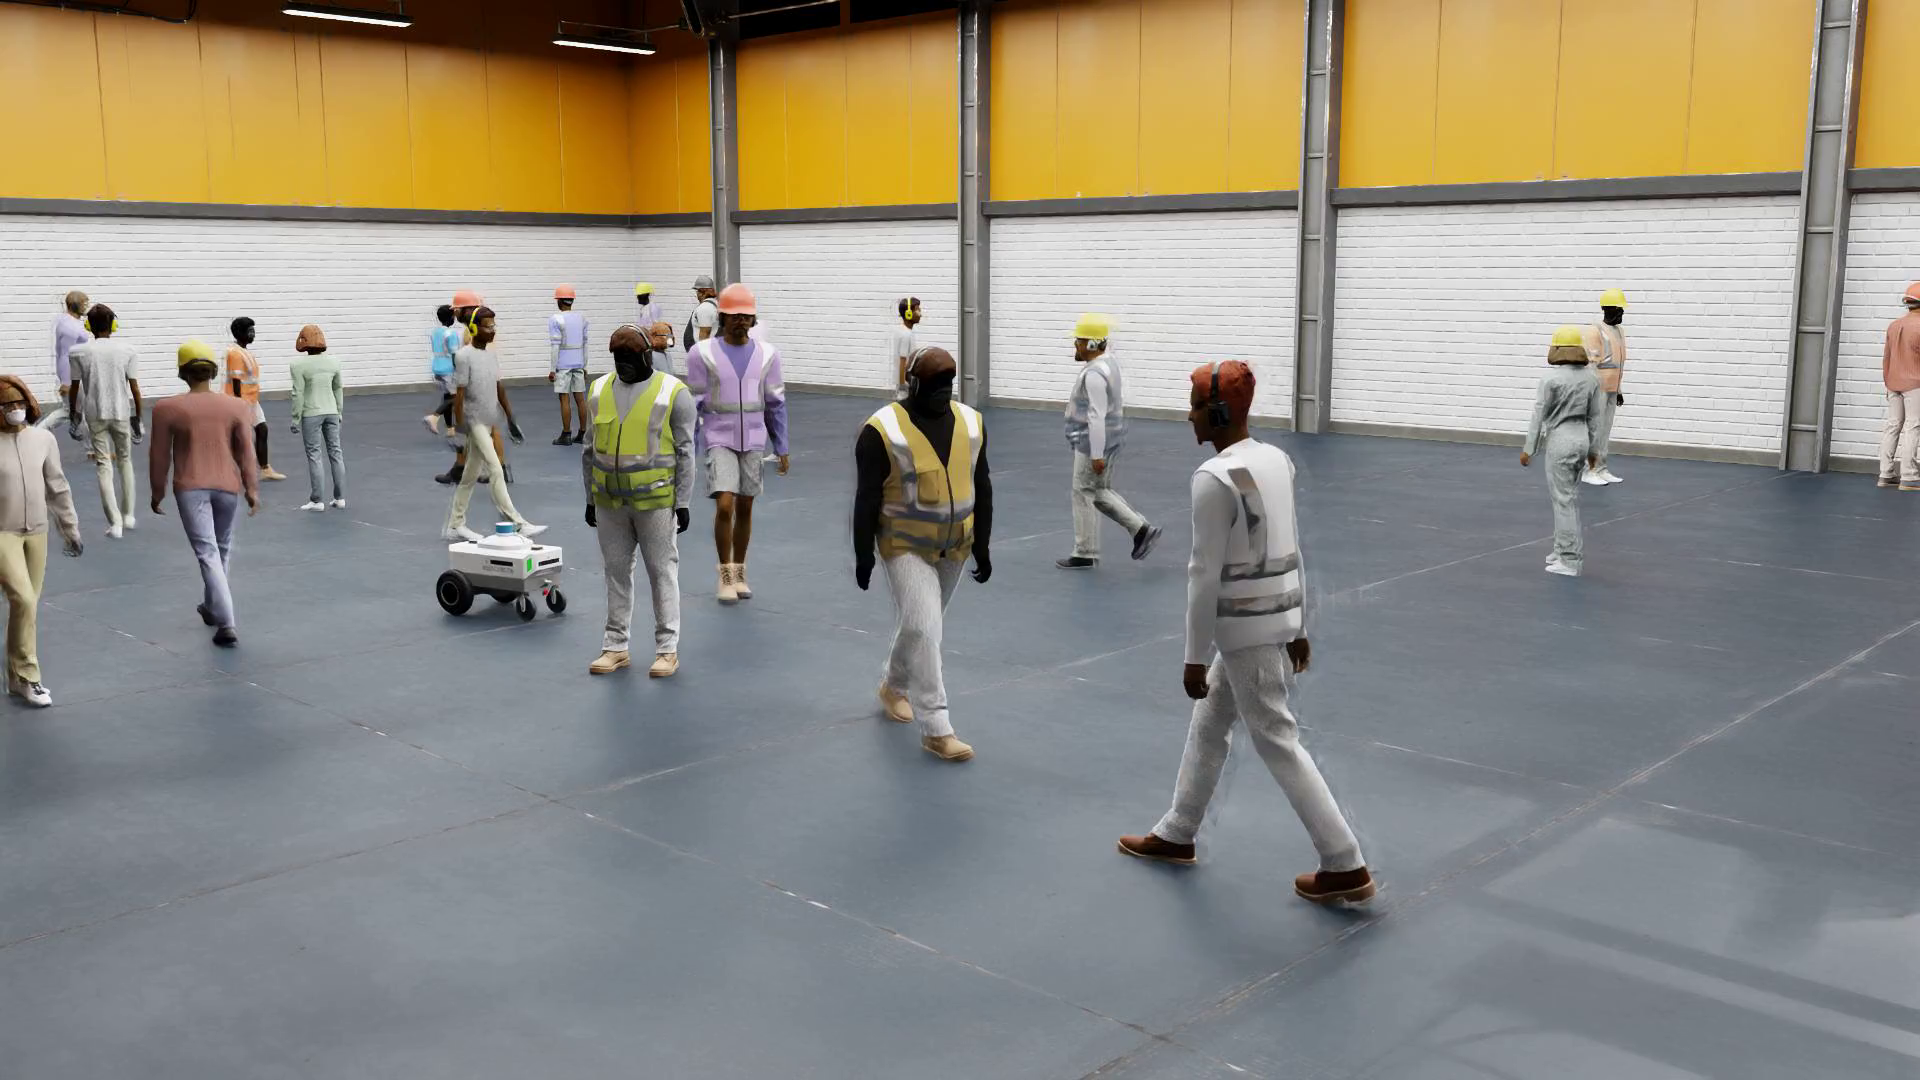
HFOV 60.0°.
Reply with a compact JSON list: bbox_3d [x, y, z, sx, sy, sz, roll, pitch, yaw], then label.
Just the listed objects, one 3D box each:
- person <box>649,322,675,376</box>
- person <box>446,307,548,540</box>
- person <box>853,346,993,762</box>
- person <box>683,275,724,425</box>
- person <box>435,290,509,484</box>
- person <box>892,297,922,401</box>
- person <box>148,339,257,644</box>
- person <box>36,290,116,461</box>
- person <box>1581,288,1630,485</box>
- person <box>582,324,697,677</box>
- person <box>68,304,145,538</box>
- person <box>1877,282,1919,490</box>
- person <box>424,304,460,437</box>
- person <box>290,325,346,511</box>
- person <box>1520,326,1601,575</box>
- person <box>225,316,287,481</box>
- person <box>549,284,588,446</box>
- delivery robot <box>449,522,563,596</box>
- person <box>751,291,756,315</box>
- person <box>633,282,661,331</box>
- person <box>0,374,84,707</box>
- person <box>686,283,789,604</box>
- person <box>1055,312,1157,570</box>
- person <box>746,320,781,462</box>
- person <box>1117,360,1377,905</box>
[{"bbox_3d":[-2.772,-1.202,15.425,0.284,1.633,0.501,2,9,12],"label":"person"},{"bbox_3d":[-3.606,-0.880,12.858,0.951,1.822,0.544,2,9,11],"label":"person"},{"bbox_3d":[-0.196,0.023,7.462,0.625,1.801,0.939,-6,11,-34],"label":"person"},{"bbox_3d":[-3.507,-2.595,22.724,0.536,2.000,0.677,1,9,8],"label":"person"},{"bbox_3d":[-4.857,-1.492,16.356,0.823,1.905,0.571,-1,9,-3],"label":"person"},{"bbox_3d":[-0.631,-1.600,17.265,0.853,1.845,0.534,-1,9,-5],"label":"person"},{"bbox_3d":[-4.342,-0.288,9.553,0.533,1.714,0.916,-8,12,-41],"label":"person"},{"bbox_3d":[-9.774,-1.781,18.183,0.895,1.905,0.629,-6,11,-32],"label":"person"},{"bbox_3d":[6.373,-1.508,16.405,0.586,1.928,0.364,-9,13,-43],"label":"person"},{"bbox_3d":[-1.688,-0.201,8.677,0.621,1.838,0.429,2,10,14],"label":"person"},{"bbox_3d":[-6.858,-0.958,13.325,0.516,1.842,0.829,-6,11,-35],"label":"person"},{"bbox_3d":[9.148,-1.475,15.997,0.386,1.993,0.622,-2,9,-10],"label":"person"},{"bbox_3d":[-6.468,-2.100,20.768,0.540,1.686,0.546,8,12,42],"label":"person"},{"bbox_3d":[-5.643,-1.070,14.616,0.279,1.634,0.497,7,11,35],"label":"person"},{"bbox_3d":[4.191,-0.630,11.662,0.506,1.722,0.638,-4,10,-25],"label":"person"},{"bbox_3d":[-7.178,-1.386,16.451,0.810,1.660,0.525,-1,9,-8],"label":"person"},{"bbox_3d":[-4.727,-2.105,20.031,0.356,1.937,0.552,7,12,38],"label":"person"},{"bbox_3d":[-2.794,0.135,10.238,0.707,0.478,0.477,5,10,28],"label":"delivery robot"},{"bbox_3d":[-3.436,-3.157,27.012,0.308,1.769,0.525,-9,13,-43],"label":"person"},{"bbox_3d":[-4.975,-3.251,27.145,0.693,1.908,0.605,-8,12,-39],"label":"person"},{"bbox_3d":[-4.530,0.001,8.094,0.603,1.605,0.524,4,10,24],"label":"person"},{"bbox_3d":[-1.383,-0.600,10.534,0.635,2.021,0.673,-4,10,-24],"label":"person"},{"bbox_3d":[1.019,-0.680,11.642,0.616,1.820,0.591,3,10,17],"label":"person"},{"bbox_3d":[-2.296,-1.758,18.163,0.813,1.857,0.605,2,10,14],"label":"person"},{"bbox_3d":[1.004,0.311,5.626,0.982,1.833,0.594,6,11,31],"label":"person"}]
